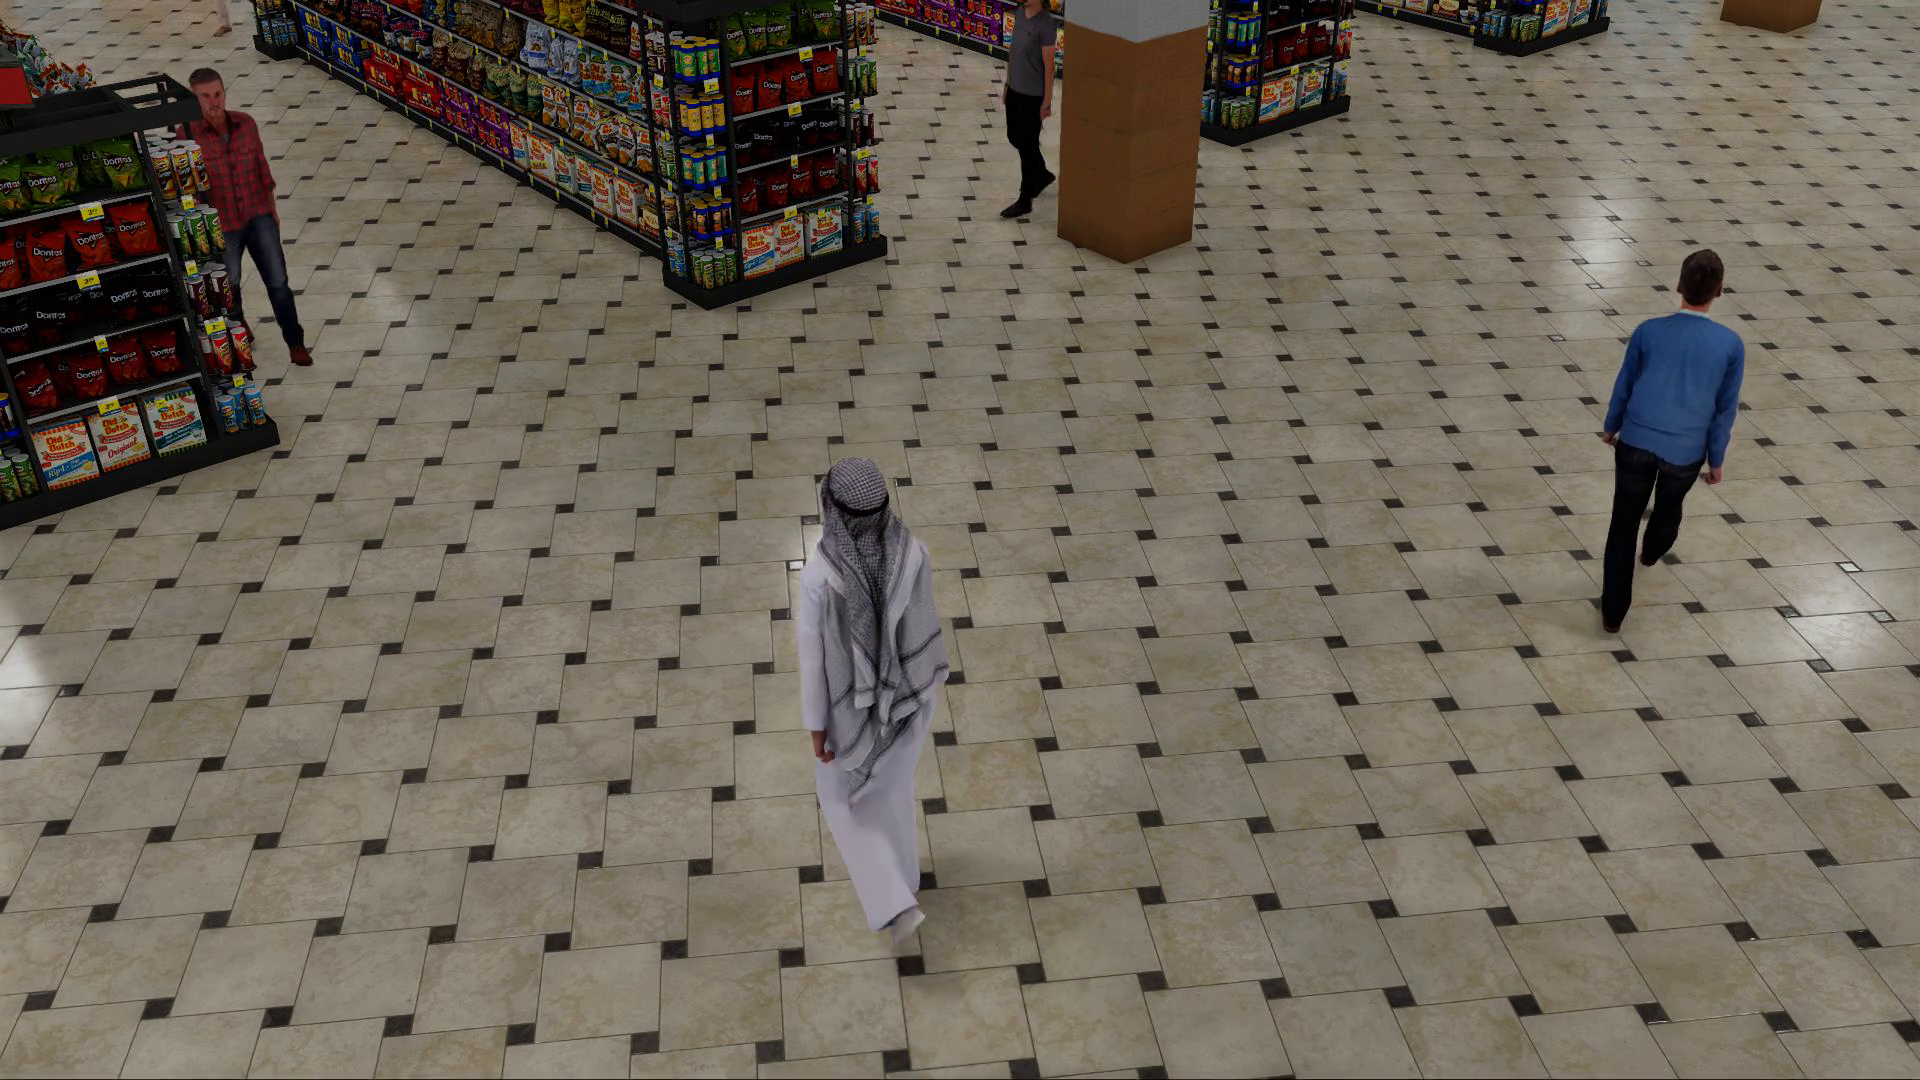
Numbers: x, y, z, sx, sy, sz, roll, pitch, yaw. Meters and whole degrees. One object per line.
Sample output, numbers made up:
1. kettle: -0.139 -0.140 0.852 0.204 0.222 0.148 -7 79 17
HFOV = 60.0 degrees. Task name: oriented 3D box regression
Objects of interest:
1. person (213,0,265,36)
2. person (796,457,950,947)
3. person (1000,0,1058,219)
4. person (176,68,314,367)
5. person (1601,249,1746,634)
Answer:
1. person: -7.339 -5.944 16.560 1.000 1.703 0.996 9 33 14
2. person: -0.253 0.642 5.789 0.827 1.899 1.017 -13 34 -20
3. person: 0.542 -3.330 12.286 0.775 1.780 0.864 -18 36 -27
4. person: -4.408 -1.949 10.068 0.732 1.778 1.211 -22 38 -31
5. person: 3.189 -0.394 7.576 1.196 1.770 1.098 13 34 20
